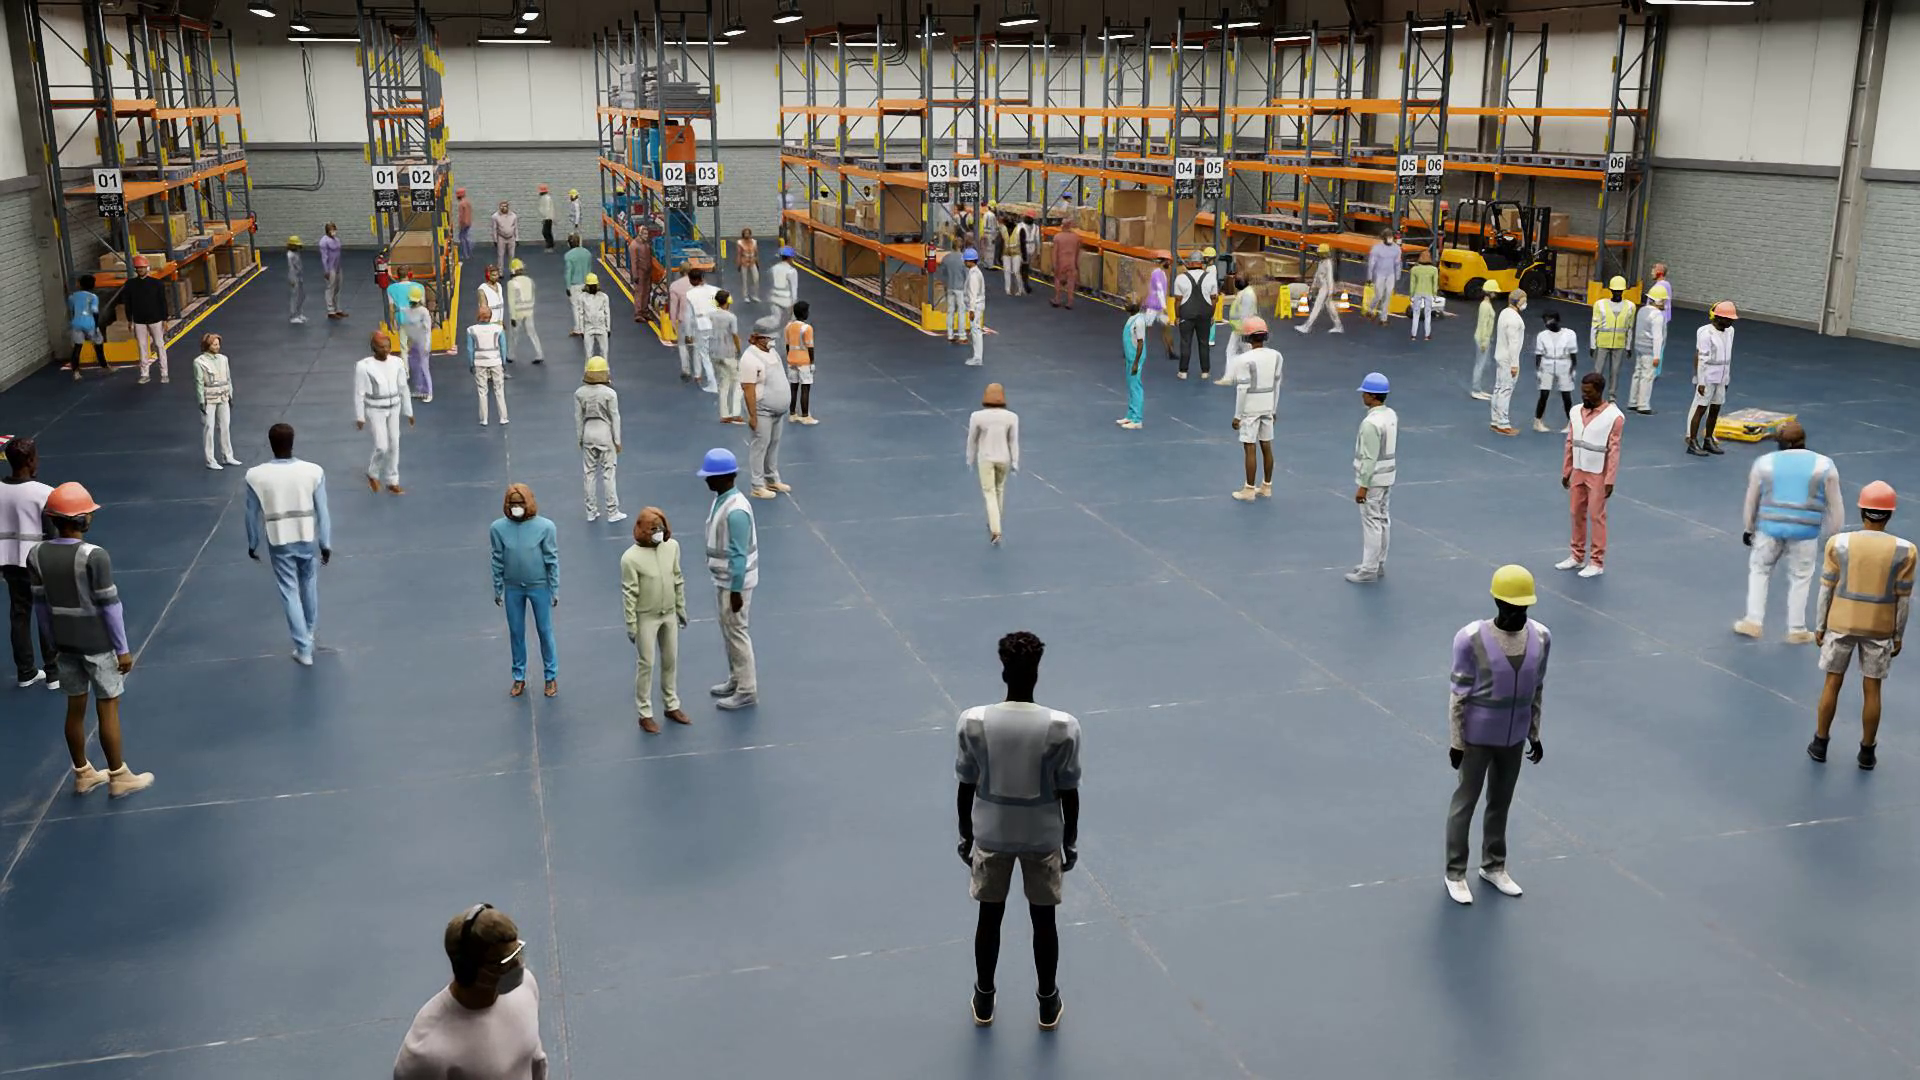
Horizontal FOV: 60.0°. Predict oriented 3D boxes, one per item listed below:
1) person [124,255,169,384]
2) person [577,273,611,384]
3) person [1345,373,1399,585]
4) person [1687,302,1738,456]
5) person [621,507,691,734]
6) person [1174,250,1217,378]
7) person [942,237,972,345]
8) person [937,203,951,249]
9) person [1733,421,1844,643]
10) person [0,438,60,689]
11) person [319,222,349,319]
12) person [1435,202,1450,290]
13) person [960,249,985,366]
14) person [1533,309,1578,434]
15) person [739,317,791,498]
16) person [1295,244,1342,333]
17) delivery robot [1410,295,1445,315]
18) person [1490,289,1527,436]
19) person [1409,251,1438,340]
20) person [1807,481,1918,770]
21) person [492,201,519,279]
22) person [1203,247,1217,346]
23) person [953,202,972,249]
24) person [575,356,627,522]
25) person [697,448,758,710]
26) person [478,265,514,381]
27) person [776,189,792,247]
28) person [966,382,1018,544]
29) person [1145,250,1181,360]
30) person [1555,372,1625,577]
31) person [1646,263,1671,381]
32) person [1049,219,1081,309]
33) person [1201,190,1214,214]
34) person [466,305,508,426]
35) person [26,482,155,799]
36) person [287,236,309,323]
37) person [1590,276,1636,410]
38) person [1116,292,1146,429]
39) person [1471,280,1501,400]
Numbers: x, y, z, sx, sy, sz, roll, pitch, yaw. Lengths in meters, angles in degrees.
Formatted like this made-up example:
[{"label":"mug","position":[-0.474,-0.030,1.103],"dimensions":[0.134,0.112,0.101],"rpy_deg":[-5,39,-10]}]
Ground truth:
[{"label":"person","position":[-12.682,-3.437,25.950],"dimensions":[0.622,1.996,0.370],"rpy_deg":[-3,15,-9]},{"label":"person","position":[-5.670,-3.272,25.837],"dimensions":[0.485,1.736,0.321],"rpy_deg":[-4,16,-16]},{"label":"person","position":[3.781,-0.562,15.228],"dimensions":[0.397,1.949,0.603],"rpy_deg":[9,18,32]},{"label":"person","position":[9.398,-2.001,20.691],"dimensions":[0.545,1.930,0.380],"rpy_deg":[-7,17,-25]},{"label":"person","position":[-2.135,0.552,11.662],"dimensions":[0.288,1.623,0.507],"rpy_deg":[13,19,39]},{"label":"person","position":[3.726,-3.592,26.453],"dimensions":[0.672,2.000,0.536],"rpy_deg":[0,15,2]},{"label":"person","position":[-0.048,-4.506,30.109],"dimensions":[0.627,1.936,0.366],"rpy_deg":[11,18,36]},{"label":"person","position":[-0.475,-9.448,49.078],"dimensions":[0.469,1.729,0.612],"rpy_deg":[-7,16,-24]},{"label":"person","position":[6.813,-0.055,13.590],"dimensions":[0.784,1.826,0.434],"rpy_deg":[9,17,30]},{"label":"person","position":[-6.981,0.188,12.493],"dimensions":[0.584,1.911,0.394],"rpy_deg":[2,15,8]},{"label":"person","position":[-12.682,-5.452,33.650],"dimensions":[0.353,1.936,0.635],"rpy_deg":[2,15,8]},{"label":"person","position":[11.159,-6.842,38.712],"dimensions":[0.417,2.034,0.603],"rpy_deg":[1,15,3]},{"label":"person","position":[0.215,-3.883,27.757],"dimensions":[0.420,1.939,0.603],"rpy_deg":[1,15,2]},{"label":"person","position":[7.926,-2.244,22.113],"dimensions":[0.574,1.655,0.375],"rpy_deg":[8,17,27]},{"label":"person","position":[-2.146,-1.485,18.524],"dimensions":[0.535,2.000,0.685],"rpy_deg":[5,16,18]},{"label":"person","position":[6.858,-4.756,31.508],"dimensions":[0.946,1.687,0.494],"rpy_deg":[0,15,0]},{"label":"delivery robot","position":[9.469,-4.800,33.666],"dimensions":[0.707,0.478,0.477],"rpy_deg":[-9,17,-30]},{"label":"person","position":[7.268,-2.357,22.015],"dimensions":[0.370,1.934,0.627],"rpy_deg":[1,15,4]},{"label":"person","position":[8.543,-4.511,30.685],"dimensions":[0.500,1.636,0.280],"rpy_deg":[4,15,16]},{"label":"person","position":[5.987,0.560,11.058],"dimensions":[0.542,1.928,0.399],"rpy_deg":[8,17,28]},{"label":"person","position":[-11.237,-7.441,41.202],"dimensions":[0.642,1.905,0.399],"rpy_deg":[-8,17,-29]},{"label":"person","position":[4.469,-4.375,29.929],"dimensions":[0.310,1.768,0.533],"rpy_deg":[1,15,4]},{"label":"person","position":[0.130,-7.710,42.447],"dimensions":[0.644,1.780,0.948],"rpy_deg":[-1,15,-4]},{"label":"person","position":[-3.790,-1.062,17.506],"dimensions":[0.490,1.740,0.322],"rpy_deg":[4,15,15]},{"label":"person","position":[-1.675,0.276,12.107],"dimensions":[0.419,1.937,0.616],"rpy_deg":[-5,16,-18]},{"label":"person","position":[-7.345,-3.399,26.136],"dimensions":[0.404,1.831,0.574],"rpy_deg":[4,15,14]},{"label":"person","position":[-5.246,-9.764,49.977],"dimensions":[0.541,1.898,0.932],"rpy_deg":[4,15,15]},{"label":"person","position":[0.350,-0.776,16.704],"dimensions":[0.499,1.599,0.815],"rpy_deg":[-4,15,-16]},{"label":"person","position":[3.344,-3.994,28.324],"dimensions":[1.025,1.864,0.565],"rpy_deg":[7,16,24]},{"label":"person","position":[5.891,-0.623,15.542],"dimensions":[0.399,1.909,0.598],"rpy_deg":[-8,17,-27]},{"label":"person","position":[10.990,-3.429,26.218],"dimensions":[0.374,1.841,0.575],"rpy_deg":[12,19,37]},{"label":"person","position":[2.193,-5.866,35.317],"dimensions":[0.673,1.873,0.876],"rpy_deg":[-4,16,-16]},{"label":"person","position":[7.601,-10.092,51.125],"dimensions":[0.471,1.927,0.627],"rpy_deg":[7,16,25]},{"label":"person","position":[-6.420,-2.368,22.613],"dimensions":[0.514,1.641,0.315],"rpy_deg":[-4,15,-15]},{"label":"person","position":[-5.518,0.639,10.527],"dimensions":[0.605,2.045,0.378],"rpy_deg":[4,15,15]},{"label":"person","position":[-13.160,-5.177,33.020],"dimensions":[0.387,1.726,0.520],"rpy_deg":[0,15,-1]},{"label":"person","position":[9.245,-2.777,23.602],"dimensions":[0.585,1.929,0.370],"rpy_deg":[2,15,8]},{"label":"person","position":[2.325,-2.416,22.405],"dimensions":[0.346,1.846,0.506],"rpy_deg":[-2,15,-7]},{"label":"person","position":[7.791,-2.973,24.652],"dimensions":[0.326,1.767,0.532],"rpy_deg":[5,16,18]}]
